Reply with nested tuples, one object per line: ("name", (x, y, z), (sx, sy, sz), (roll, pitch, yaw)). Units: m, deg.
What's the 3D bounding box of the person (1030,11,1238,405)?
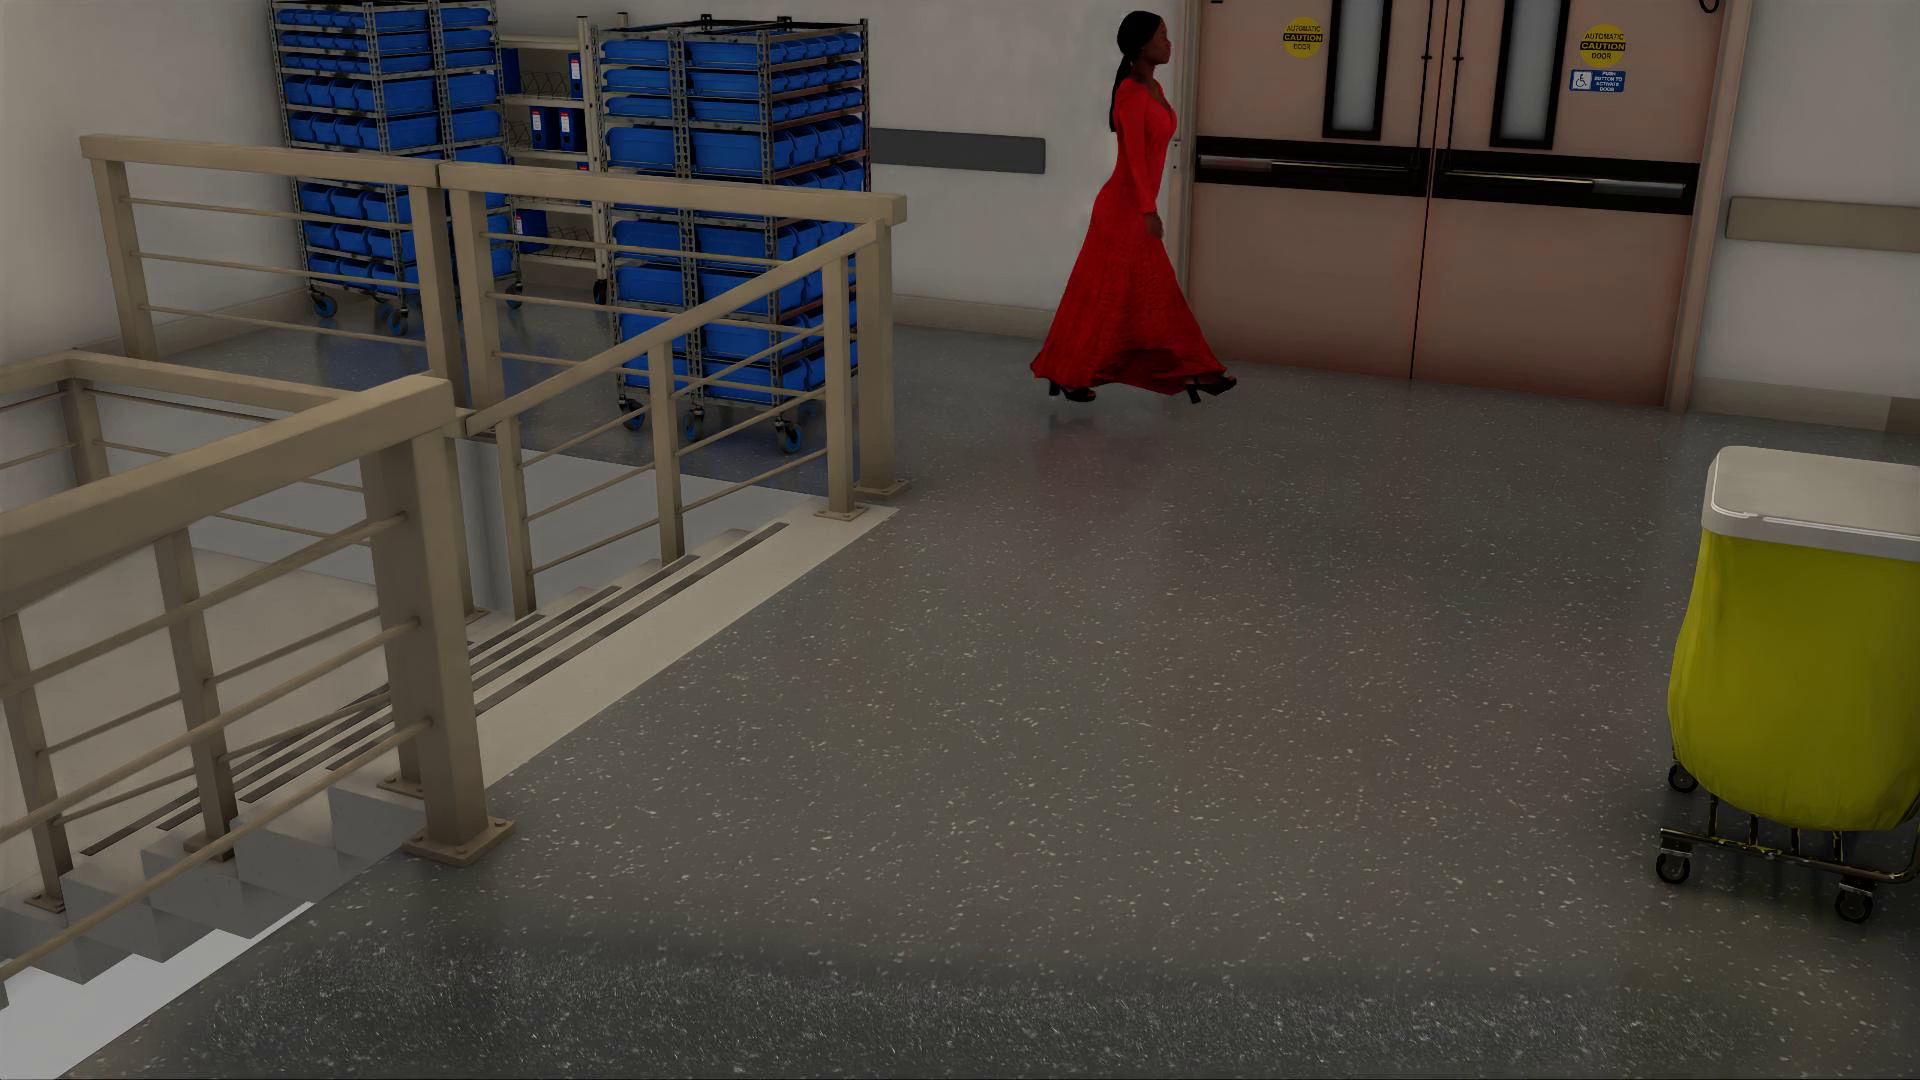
("person", (0.663, -1.413, 7.446), (1.171, 1.729, 0.656), (8, 22, 21))
